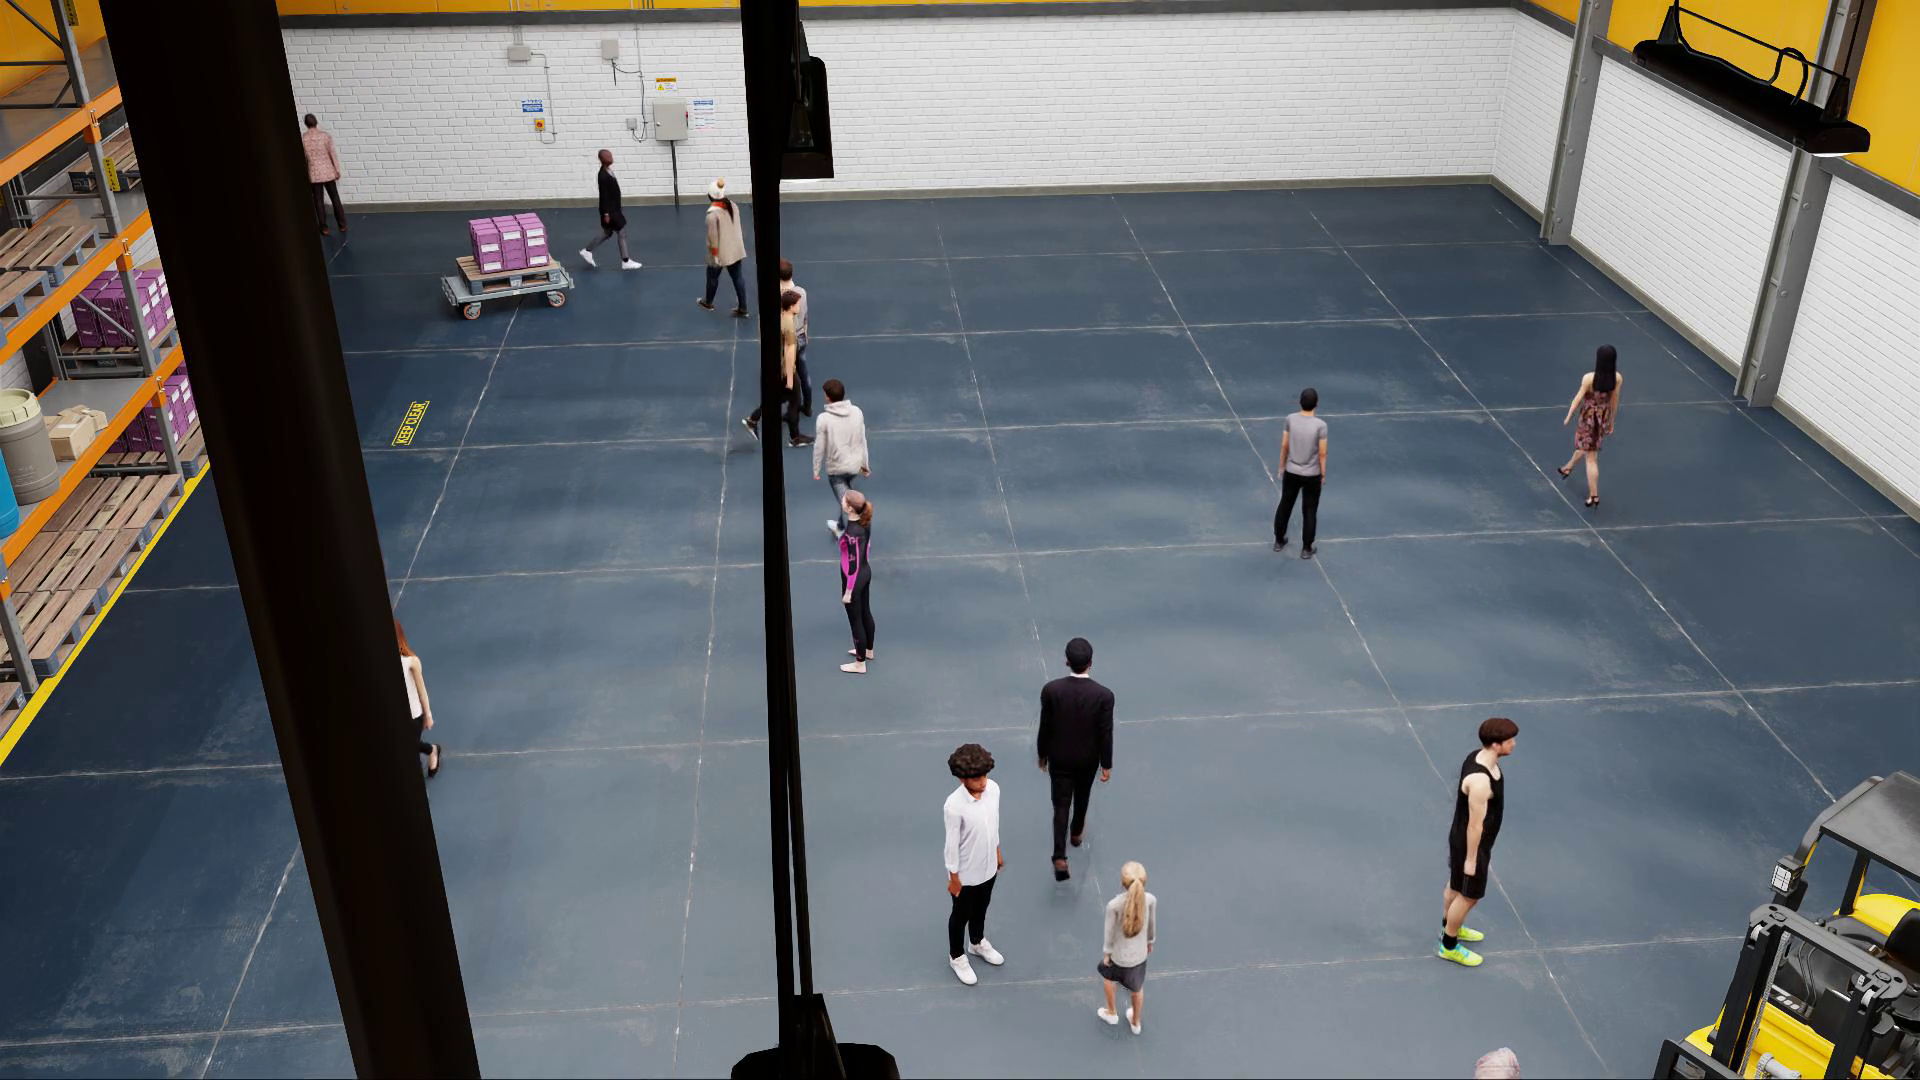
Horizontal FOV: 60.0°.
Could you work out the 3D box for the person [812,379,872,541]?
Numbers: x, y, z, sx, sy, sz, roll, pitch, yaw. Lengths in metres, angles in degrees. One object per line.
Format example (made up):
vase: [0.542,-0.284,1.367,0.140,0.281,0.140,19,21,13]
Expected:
person: [-1.082,-0.658,16.209,0.990,1.825,1.112,-19,34,-31]

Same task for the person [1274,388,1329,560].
person: [3.356,-0.667,16.301,0.696,1.752,0.731,17,33,29]

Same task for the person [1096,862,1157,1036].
person: [1.089,2.655,10.723,0.559,1.262,0.603,-8,30,-14]

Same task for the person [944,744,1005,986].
person: [0.083,2.132,11.111,0.729,1.810,0.772,-25,38,-38]

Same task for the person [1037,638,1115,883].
person: [0.810,1.612,12.023,0.868,1.849,1.201,3,29,6]

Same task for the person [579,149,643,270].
person: [-5.081,-4.688,23.693,0.719,1.734,1.038,-2,29,-4]

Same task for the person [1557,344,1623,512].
person: [6.570,-1.126,17.166,0.667,1.730,1.110,-5,29,-9]

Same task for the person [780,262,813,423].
person: [-1.921,-2.271,19.085,0.826,1.902,0.769,23,36,35]

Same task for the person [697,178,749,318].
person: [-3.044,-3.840,22.006,1.047,1.860,1.133,-25,38,-38]

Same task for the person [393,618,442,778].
person: [-4.244,1.309,12.739,0.806,1.695,1.132,7,29,13]

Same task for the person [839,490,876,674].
person: [-0.898,0.344,14.448,0.709,1.752,0.618,9,30,16]

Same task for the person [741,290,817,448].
person: [-2.024,-1.865,18.424,0.862,1.823,1.046,-8,30,-14]

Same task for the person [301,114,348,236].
person: [-9.675,-5.544,25.186,0.768,1.807,0.721,-13,31,-22]

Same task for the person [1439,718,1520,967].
person: [3.452,2.012,11.245,0.841,1.891,0.677,9,30,15]
